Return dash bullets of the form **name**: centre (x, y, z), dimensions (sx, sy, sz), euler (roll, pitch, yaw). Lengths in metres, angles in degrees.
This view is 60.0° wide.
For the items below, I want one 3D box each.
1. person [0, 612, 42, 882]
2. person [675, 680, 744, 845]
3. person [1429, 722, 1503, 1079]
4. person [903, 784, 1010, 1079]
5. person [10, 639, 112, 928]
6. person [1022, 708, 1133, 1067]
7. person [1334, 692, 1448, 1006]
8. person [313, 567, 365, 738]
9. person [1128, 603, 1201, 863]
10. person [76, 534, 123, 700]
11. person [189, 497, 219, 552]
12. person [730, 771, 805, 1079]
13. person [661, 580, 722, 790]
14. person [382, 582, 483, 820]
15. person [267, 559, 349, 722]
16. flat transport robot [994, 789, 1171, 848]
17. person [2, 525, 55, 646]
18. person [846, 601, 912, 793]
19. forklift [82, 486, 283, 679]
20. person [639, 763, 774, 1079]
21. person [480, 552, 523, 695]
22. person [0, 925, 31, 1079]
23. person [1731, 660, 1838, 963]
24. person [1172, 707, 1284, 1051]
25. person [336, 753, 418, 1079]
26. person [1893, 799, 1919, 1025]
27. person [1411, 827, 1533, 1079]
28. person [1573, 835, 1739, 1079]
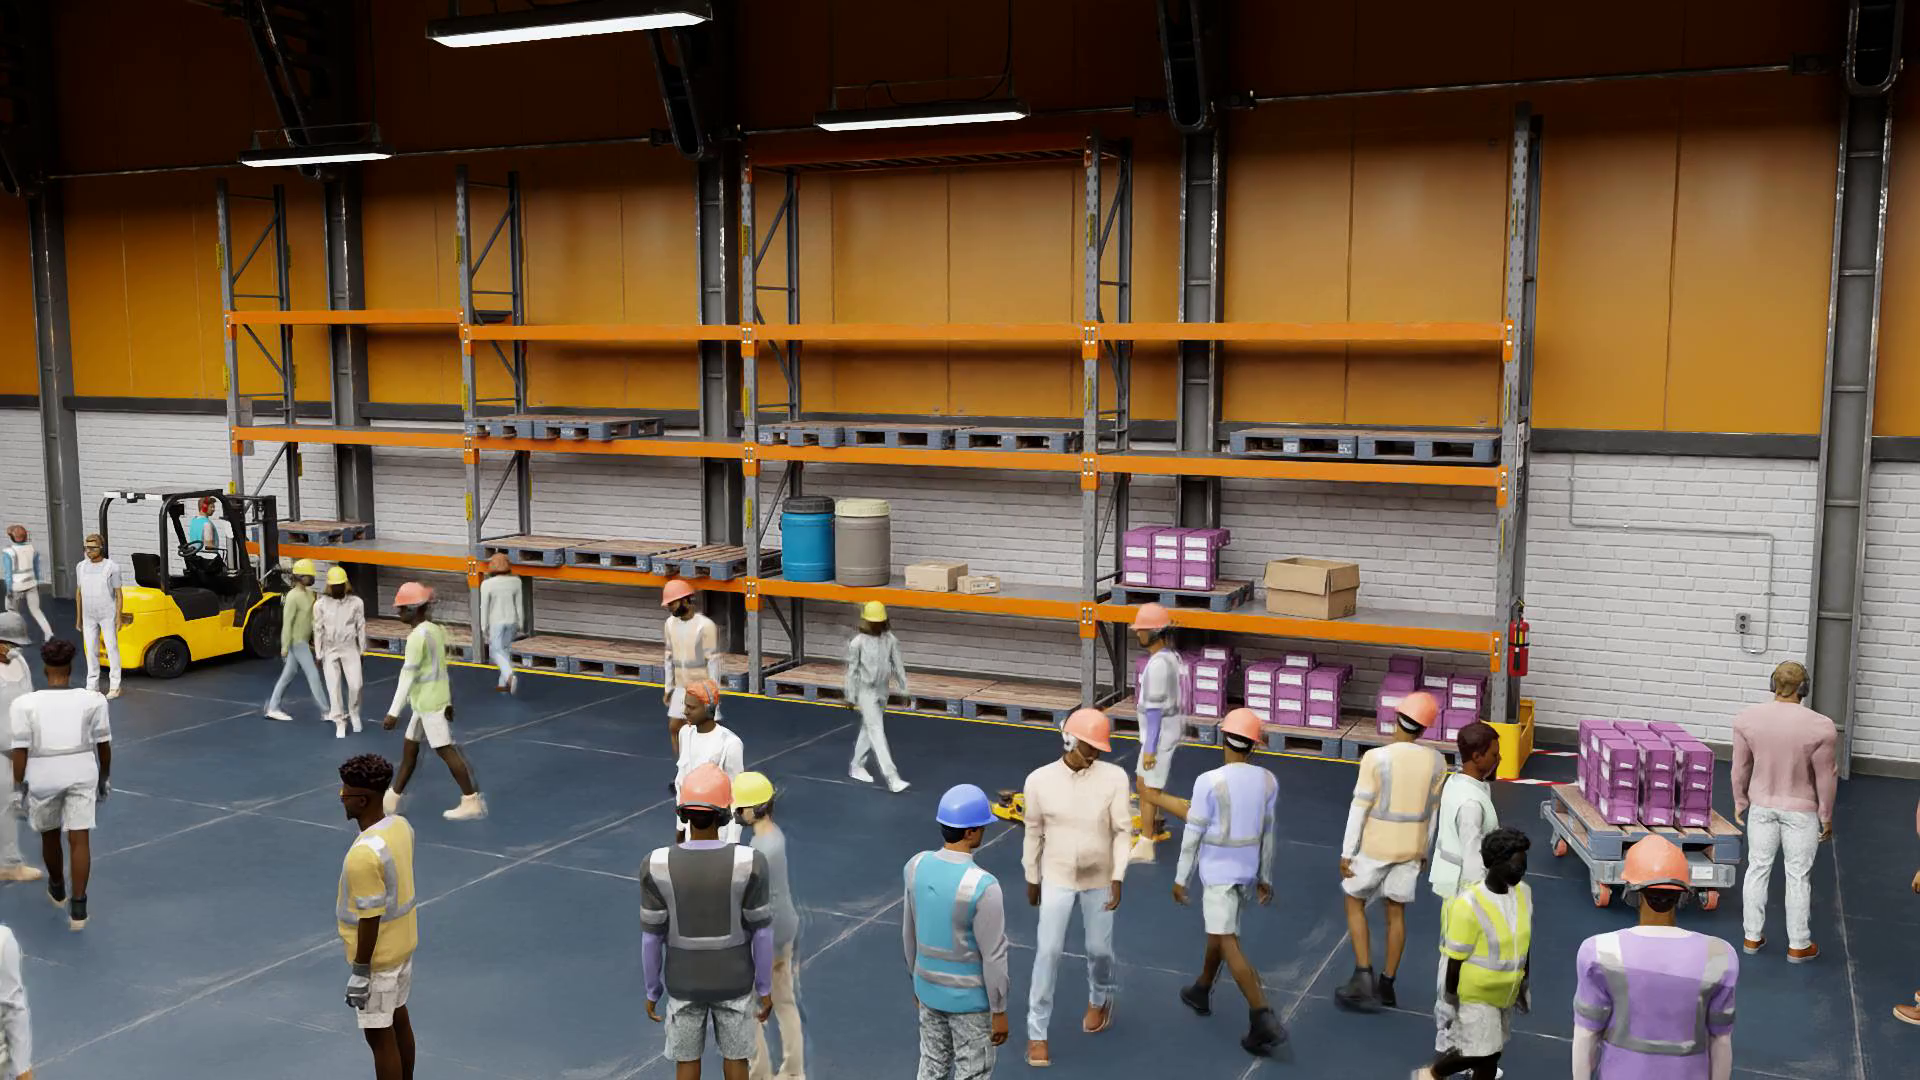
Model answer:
- **person**: centre (-7.089, 1.486, 12.282), dimensions (0.557, 2.000, 0.695), euler (0, 7, -2)
- **person**: centre (-1.567, 1.795, 10.366), dimensions (0.583, 1.882, 0.337), euler (6, 9, 42)
- **person**: centre (2.766, 1.934, 9.075), dimensions (0.391, 1.921, 0.593), euler (1, 7, 9)
- **person**: centre (-0.002, 2.086, 7.701), dimensions (0.393, 1.946, 0.617), euler (-7, 10, -44)
- **person**: centre (-6.188, 1.645, 11.457), dimensions (0.631, 1.912, 0.957), euler (-4, 8, -31)
- **person**: centre (0.650, 1.889, 9.334), dimensions (0.615, 1.945, 0.714), euler (0, 7, 0)
- **person**: centre (2.593, 1.849, 9.937), dimensions (0.655, 1.887, 0.404), euler (-1, 7, -11)
- **person**: centre (-6.177, 1.120, 16.589), dimensions (0.488, 1.728, 0.375), euler (-3, 7, -22)
- **person**: centre (1.562, 1.475, 12.474), dimensions (0.740, 2.020, 0.613), euler (1, 7, 7)
- **person**: centre (-9.499, 0.847, 18.357), dimensions (0.506, 1.847, 0.345), euler (0, 7, 1)
- **person**: centre (-10.305, 0.325, 22.699), dimensions (0.564, 1.837, 0.388), euler (7, 10, 44)
- **person**: centre (-1.061, 2.064, 8.716), dimensions (0.549, 1.743, 0.524), euler (0, 7, -2)
- **person**: centre (-2.364, 1.286, 14.590), dimensions (0.549, 1.893, 0.582), euler (3, 8, 26)
- **person**: centre (-4.445, 1.343, 13.704), dimensions (1.038, 1.986, 0.620), euler (-1, 7, -9)
- **person**: centre (-6.824, 1.046, 17.250), dimensions (0.894, 1.711, 0.513), euler (0, 7, -4)
- **flat transport robot**: centre (0.970, 2.223, 13.441), dimensions (0.652, 0.197, 1.431), euler (-5, 9, -37)
- **person**: centre (-12.013, 0.600, 21.379), dimensions (0.806, 1.606, 0.527), euler (3, 8, 23)
- **person**: centre (-0.710, 1.369, 14.675), dimensions (0.510, 1.683, 0.935), euler (-7, 9, -43)
- **forklift**: centre (-9.426, 0.454, 20.179), dimensions (1.214, 2.155, 2.313), euler (3, 8, 26)
- **person**: centre (-1.162, 2.039, 7.696), dimensions (0.605, 2.045, 0.377), euler (0, 7, -2)
- **person**: centre (-5.073, 0.944, 18.517), dimensions (0.503, 1.615, 0.640), euler (-6, 9, -42)
- **person**: centre (-4.322, 2.225, 7.136), dimensions (0.588, 1.807, 0.827), euler (-4, 8, -29)
- **person**: centre (5.283, 1.733, 10.684), dimensions (0.627, 1.934, 0.372), euler (6, 9, 41)
- **person**: centre (1.566, 1.902, 9.514), dimensions (0.580, 1.882, 0.983), euler (-4, 8, -32)
- **person**: centre (-2.874, 2.017, 8.199), dimensions (0.367, 1.965, 0.607), euler (0, 7, -3)
- **person**: centre (5.729, 1.827, 9.640), dimensions (0.612, 1.997, 0.376), euler (-6, 9, -39)
- **person**: centre (2.496, 2.174, 8.135), dimensions (0.541, 1.670, 0.700), euler (-5, 8, -34)
- **person**: centre (2.736, 2.179, 6.612), dimensions (0.602, 2.036, 0.400), euler (1, 7, 11)
